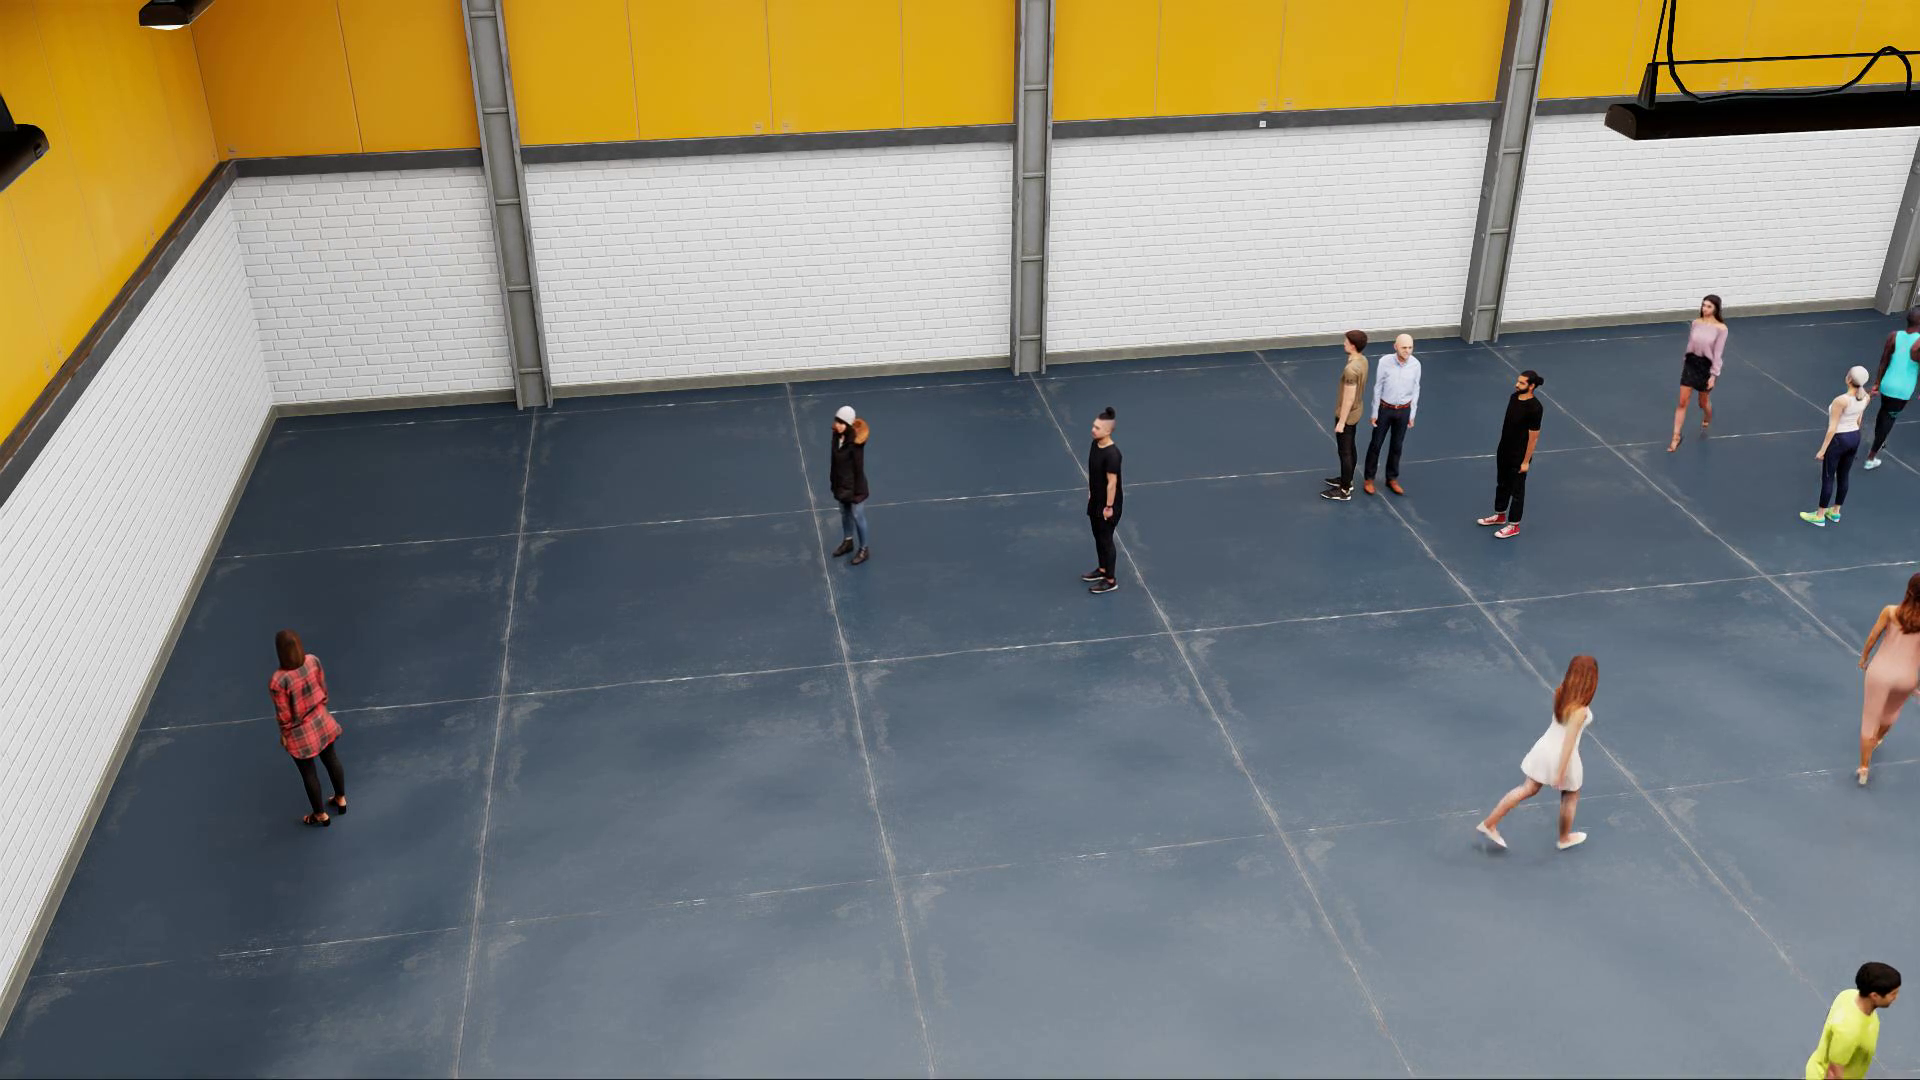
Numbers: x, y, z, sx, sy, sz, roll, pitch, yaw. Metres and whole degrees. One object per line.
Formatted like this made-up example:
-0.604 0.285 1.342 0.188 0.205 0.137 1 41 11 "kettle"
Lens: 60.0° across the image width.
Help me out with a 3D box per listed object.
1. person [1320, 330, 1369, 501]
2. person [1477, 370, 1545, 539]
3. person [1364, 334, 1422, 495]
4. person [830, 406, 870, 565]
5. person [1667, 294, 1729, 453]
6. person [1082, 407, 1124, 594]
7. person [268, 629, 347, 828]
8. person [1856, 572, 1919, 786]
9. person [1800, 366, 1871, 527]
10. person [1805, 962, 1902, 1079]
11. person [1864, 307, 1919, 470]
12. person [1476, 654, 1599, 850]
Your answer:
4.050 -1.315 17.333 0.758 1.851 0.752 11 31 20 "person"
5.565 -0.883 16.637 0.616 1.759 0.658 -9 30 -17 "person"
4.531 -1.332 17.431 0.545 1.788 0.728 0 29 0 "person"
-1.067 -0.555 16.168 0.726 1.632 0.761 25 37 38 "person"
8.223 -1.845 18.373 1.145 1.786 0.961 -22 36 -35 "person"
1.358 -0.394 15.631 0.611 1.864 0.698 -8 30 -15 "person"
-4.910 1.400 12.509 0.744 1.703 0.699 15 32 26 "person"
7.235 1.115 12.925 0.990 1.806 1.004 14 32 24 "person"
8.920 -0.953 16.826 0.529 1.701 0.693 -10 30 -18 "person"
4.912 3.044 9.505 0.814 1.694 0.770 12 31 20 "person"
10.043 -1.605 17.929 1.007 1.790 0.851 -17 33 -28 "person"
4.285 1.594 12.181 1.072 1.678 0.576 -1 29 -1 "person"
